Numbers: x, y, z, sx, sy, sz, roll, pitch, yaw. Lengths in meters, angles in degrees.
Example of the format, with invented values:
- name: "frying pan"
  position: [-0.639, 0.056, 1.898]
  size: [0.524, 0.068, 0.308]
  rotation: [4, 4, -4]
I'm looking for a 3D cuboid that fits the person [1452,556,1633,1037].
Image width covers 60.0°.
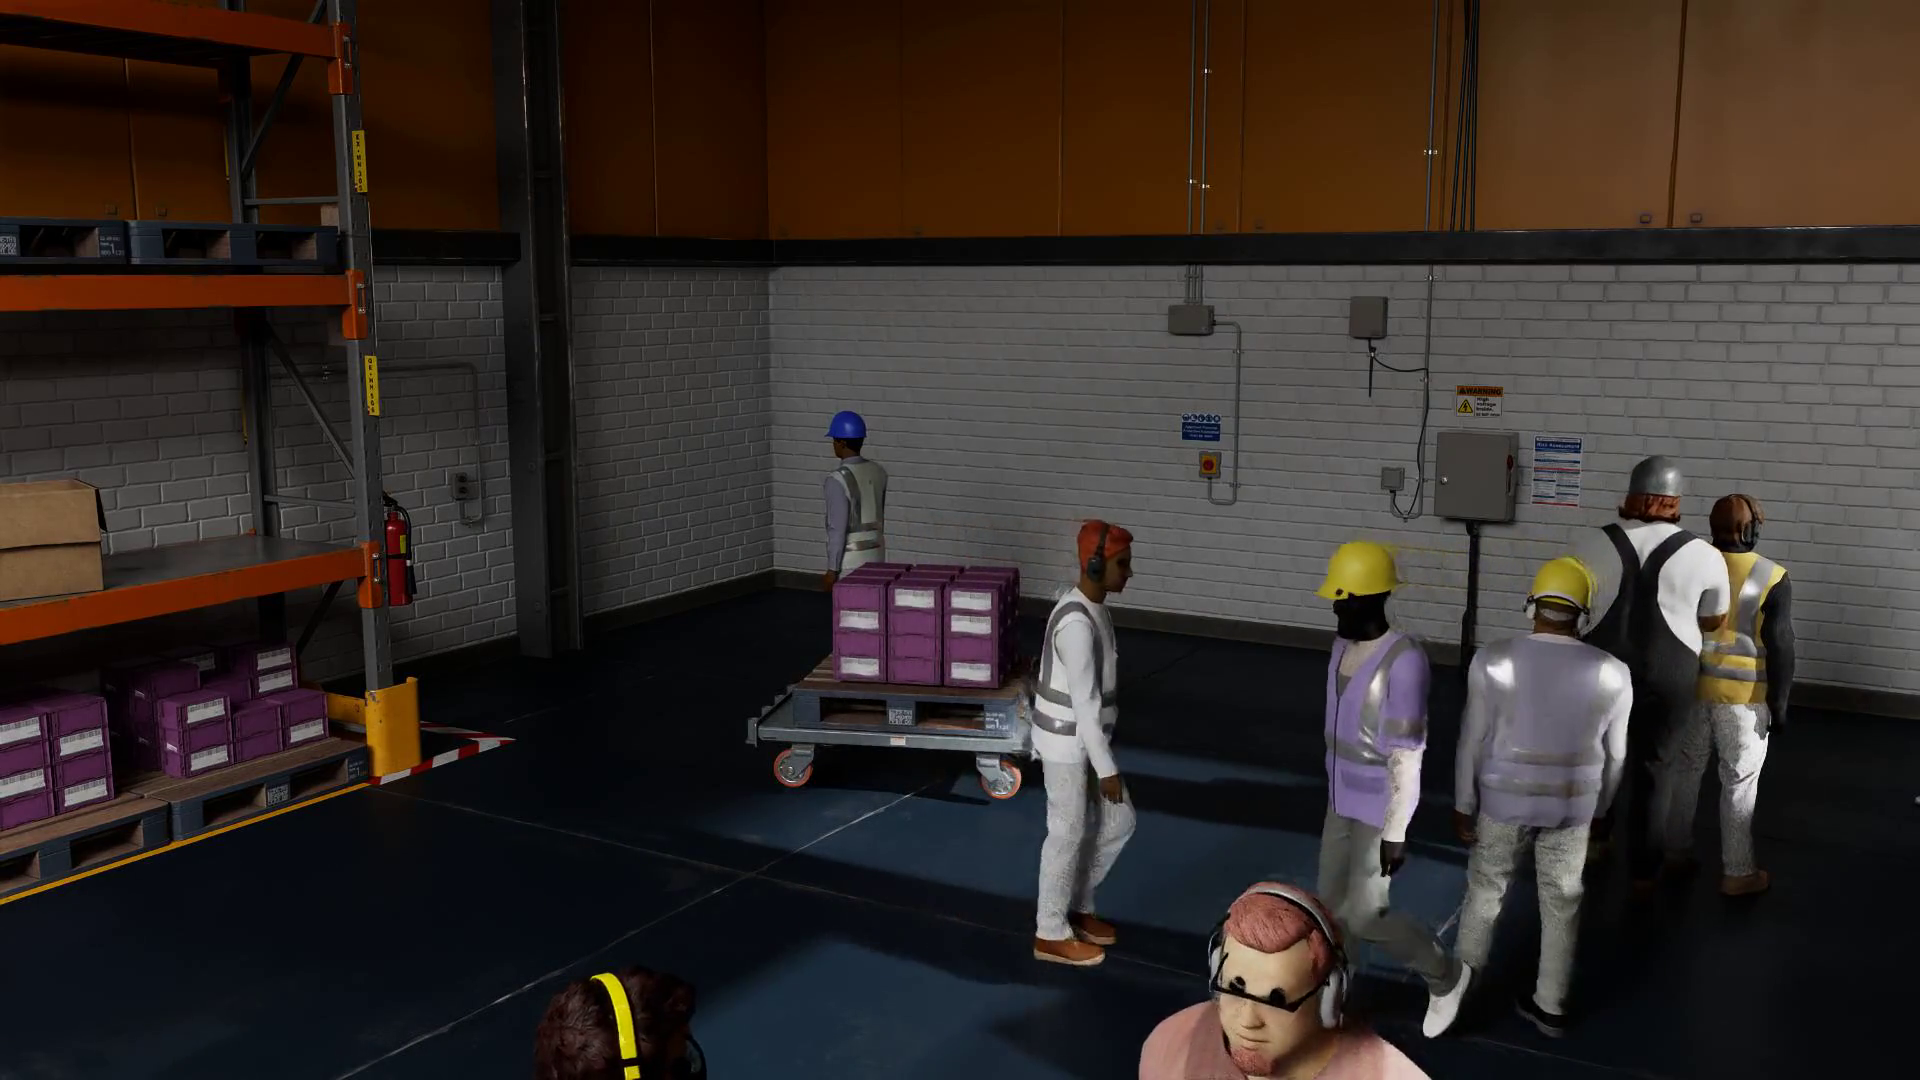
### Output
- name: "person"
  position: [2.128, 0.960, 6.136]
  size: [0.600, 1.817, 0.437]
  rotation: [2, 9, 13]

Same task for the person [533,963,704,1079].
- name: "person"
  position: [-0.492, 1.521, 2.461]
  size: [0.314, 1.869, 0.536]
  rotation: [-7, 11, -37]

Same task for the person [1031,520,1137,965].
- name: "person"
  position: [0.501, 0.838, 6.739]
  size: [0.479, 1.864, 0.592]
  rotation: [3, 9, 16]

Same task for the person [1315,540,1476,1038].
- name: "person"
  position: [1.522, 0.935, 6.008]
  size: [0.601, 1.905, 0.599]
  rotation: [-2, 9, -14]

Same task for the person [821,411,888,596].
- name: "person"
  position: [-0.699, 0.129, 10.903]
  size: [0.395, 1.949, 0.602]
  rotation: [5, 10, 29]

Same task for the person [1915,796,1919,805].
- name: "person"
  position: [5.352, 0.528, 8.676]
  size: [0.317, 1.865, 0.523]
  rotation: [-6, 11, -33]

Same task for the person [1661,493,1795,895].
- name: "person"
  position: [3.522, 0.700, 7.679]
  size: [0.429, 1.839, 0.634]
  rotation: [-8, 12, -39]

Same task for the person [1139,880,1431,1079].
- name: "person"
  position: [0.588, 1.462, 2.931]
  size: [0.637, 1.853, 1.018]
  rotation: [6, 11, 34]

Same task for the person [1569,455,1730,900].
- name: "person"
  position: [3.180, 0.587, 7.756]
  size: [0.719, 2.000, 0.798]
  rotation: [5, 10, 28]
